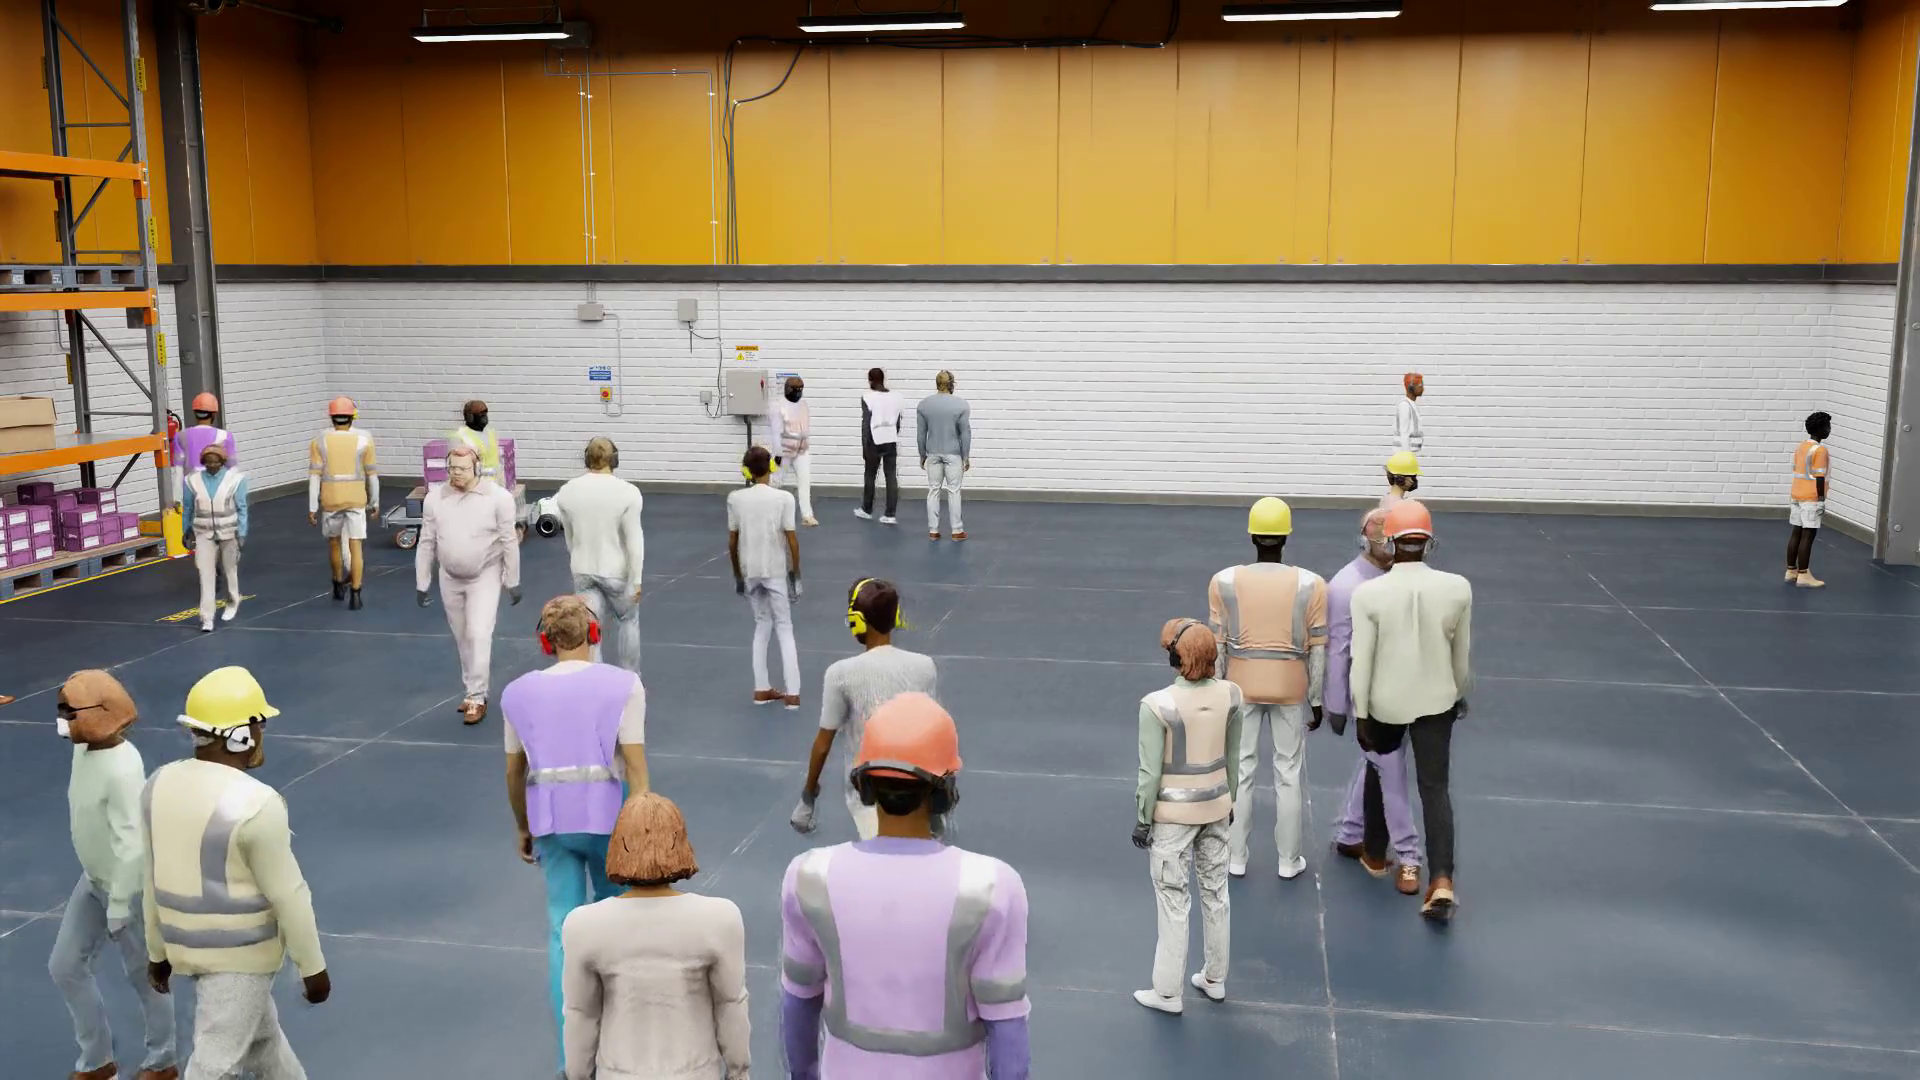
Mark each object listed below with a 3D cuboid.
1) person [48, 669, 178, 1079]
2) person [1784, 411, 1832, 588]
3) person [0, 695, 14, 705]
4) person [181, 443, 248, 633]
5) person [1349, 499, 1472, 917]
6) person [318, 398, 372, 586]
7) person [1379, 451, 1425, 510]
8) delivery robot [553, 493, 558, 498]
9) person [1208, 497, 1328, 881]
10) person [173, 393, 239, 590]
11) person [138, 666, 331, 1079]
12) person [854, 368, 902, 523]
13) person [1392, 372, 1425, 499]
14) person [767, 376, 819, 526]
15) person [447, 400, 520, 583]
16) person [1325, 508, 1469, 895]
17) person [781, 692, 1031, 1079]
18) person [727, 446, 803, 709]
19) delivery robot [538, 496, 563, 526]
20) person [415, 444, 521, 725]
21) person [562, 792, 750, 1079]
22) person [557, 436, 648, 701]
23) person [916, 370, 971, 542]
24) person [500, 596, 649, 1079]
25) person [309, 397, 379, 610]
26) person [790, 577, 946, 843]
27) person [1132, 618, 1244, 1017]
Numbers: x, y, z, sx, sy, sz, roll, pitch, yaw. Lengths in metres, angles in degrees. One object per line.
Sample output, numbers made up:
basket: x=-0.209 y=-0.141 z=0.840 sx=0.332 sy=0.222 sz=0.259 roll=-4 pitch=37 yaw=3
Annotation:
person: x=-3.129 y=1.269 z=5.973 sx=0.523 sy=1.613 sz=0.557 roll=8 pitch=12 yaw=41
person: x=8.230 y=-0.397 z=16.094 sx=0.318 sy=1.695 sz=0.539 roll=1 pitch=9 yaw=5
person: x=-6.961 y=0.235 z=11.518 sx=0.643 sy=1.912 sz=0.410 roll=1 pitch=9 yaw=9
person: x=-6.364 y=-0.041 z=14.214 sx=0.553 sy=1.588 sz=0.866 roll=-2 pitch=9 yaw=-15
person: x=2.169 y=0.785 z=7.990 sx=0.603 sy=1.960 sz=1.011 roll=1 pitch=9 yaw=4
person: x=-6.014 y=-0.479 z=16.288 sx=0.537 sy=1.815 sz=1.006 roll=-4 pitch=10 yaw=-23
person: x=3.127 y=0.245 z=11.901 sx=0.325 sy=1.767 sz=0.533 roll=0 pitch=9 yaw=1
delivery robot: x=-4.431 y=-0.441 z=19.610 sx=0.707 sy=0.478 sz=0.477 roll=-1 pitch=9 yaw=-7
person: x=1.528 y=0.744 z=8.298 sx=0.589 sy=1.929 sz=0.366 roll=2 pitch=9 yaw=12
person: x=-7.237 y=-0.471 z=16.014 sx=0.555 sy=1.876 sz=1.021 roll=-2 pitch=9 yaw=-12
person: x=-2.325 y=1.290 z=5.378 sx=0.621 sy=1.779 sz=0.949 roll=6 pitch=11 yaw=31
person: x=-1.007 y=-1.157 z=20.278 sx=0.610 sy=1.860 sz=0.900 roll=-6 pitch=11 yaw=-33
person: x=5.165 y=-0.989 z=19.187 sx=0.337 sy=1.883 sz=0.583 roll=4 pitch=10 yaw=22
person: x=-2.078 y=-1.086 z=20.090 sx=0.612 sy=1.794 sz=0.963 roll=-8 pitch=12 yaw=-41
person: x=-4.774 y=-0.489 z=16.369 sx=0.959 sy=1.806 sz=0.625 roll=4 pitch=10 yaw=21
person: x=2.148 y=0.768 z=8.319 sx=0.709 sy=1.871 sz=0.654 roll=-6 pitch=11 yaw=-34
person: x=-0.117 y=1.359 z=4.194 sx=0.641 sy=2.016 sz=0.792 roll=2 pitch=9 yaw=9
person: x=-1.352 y=0.265 z=11.607 sx=0.526 sy=1.837 sz=0.386 roll=2 pitch=9 yaw=14
delivery robot: x=-4.483 y=-0.371 z=19.178 sx=0.707 sy=0.478 sz=0.477 roll=-1 pitch=9 yaw=-4
person: x=-3.368 y=0.295 z=11.241 sx=0.685 sy=1.870 sz=0.808 roll=1 pitch=9 yaw=7
person: x=-0.830 y=1.497 z=4.578 sx=0.507 sy=1.628 sz=0.277 roll=0 pitch=9 yaw=-2
person: x=-2.437 y=0.235 z=11.508 sx=0.629 sy=1.909 sz=0.750 roll=1 pitch=9 yaw=7
person: x=-0.178 y=-0.945 z=18.756 sx=0.629 sy=1.937 sz=0.379 roll=3 pitch=10 yaw=17
person: x=-1.461 y=1.120 z=6.399 sx=0.579 sy=1.781 sz=0.795 roll=0 pitch=9 yaw=0
person: x=-5.622 y=-0.352 z=15.203 sx=0.592 sy=1.890 sz=0.922 roll=-3 pitch=10 yaw=-19
person: x=-0.310 y=1.064 z=6.725 sx=0.538 sy=1.812 sz=1.021 roll=-7 pitch=12 yaw=-37
person: x=0.935 y=1.126 z=6.810 sx=0.514 sy=1.644 sz=0.308 roll=-5 pitch=11 yaw=-30
